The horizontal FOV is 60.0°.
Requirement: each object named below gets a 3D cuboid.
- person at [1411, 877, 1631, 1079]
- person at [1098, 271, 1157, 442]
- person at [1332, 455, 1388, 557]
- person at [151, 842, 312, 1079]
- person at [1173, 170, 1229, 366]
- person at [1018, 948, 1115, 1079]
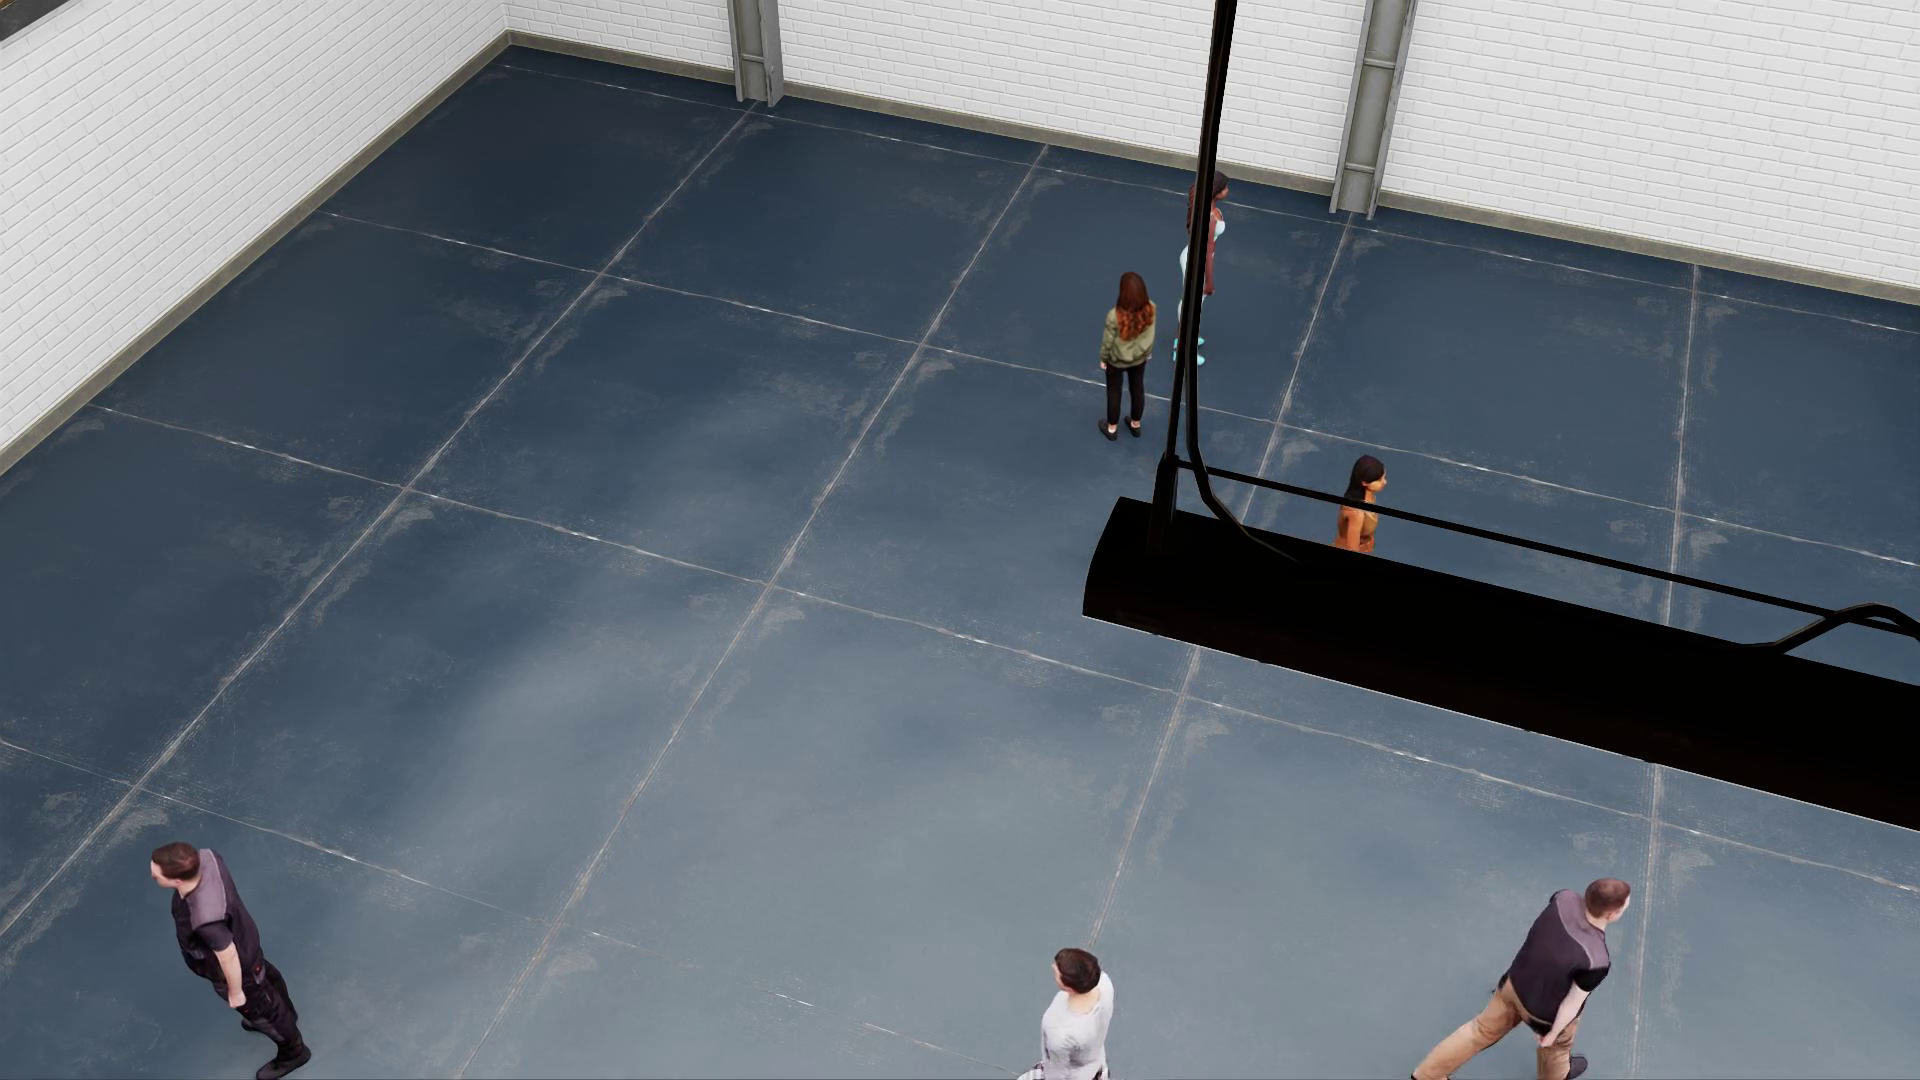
[{"bbox_3d":[2.833,2.312,8.385,1.306,1.781,1.113,-7,44,-7],"label":"person"},{"bbox_3d":[1.266,-1.377,12.477,0.643,1.478,0.725,-13,45,-14],"label":"person"},{"bbox_3d":[2.453,0.103,10.779,0.757,1.676,0.586,17,46,17],"label":"person"},{"bbox_3d":[-3.737,2.122,8.538,0.861,1.845,0.787,-20,47,-20],"label":"person"},{"bbox_3d":[1.870,-2.156,13.115,0.656,1.724,0.643,-4,44,-4],"label":"person"},{"bbox_3d":[0.628,2.592,8.074,1.229,1.805,0.869,27,50,26],"label":"person"}]
